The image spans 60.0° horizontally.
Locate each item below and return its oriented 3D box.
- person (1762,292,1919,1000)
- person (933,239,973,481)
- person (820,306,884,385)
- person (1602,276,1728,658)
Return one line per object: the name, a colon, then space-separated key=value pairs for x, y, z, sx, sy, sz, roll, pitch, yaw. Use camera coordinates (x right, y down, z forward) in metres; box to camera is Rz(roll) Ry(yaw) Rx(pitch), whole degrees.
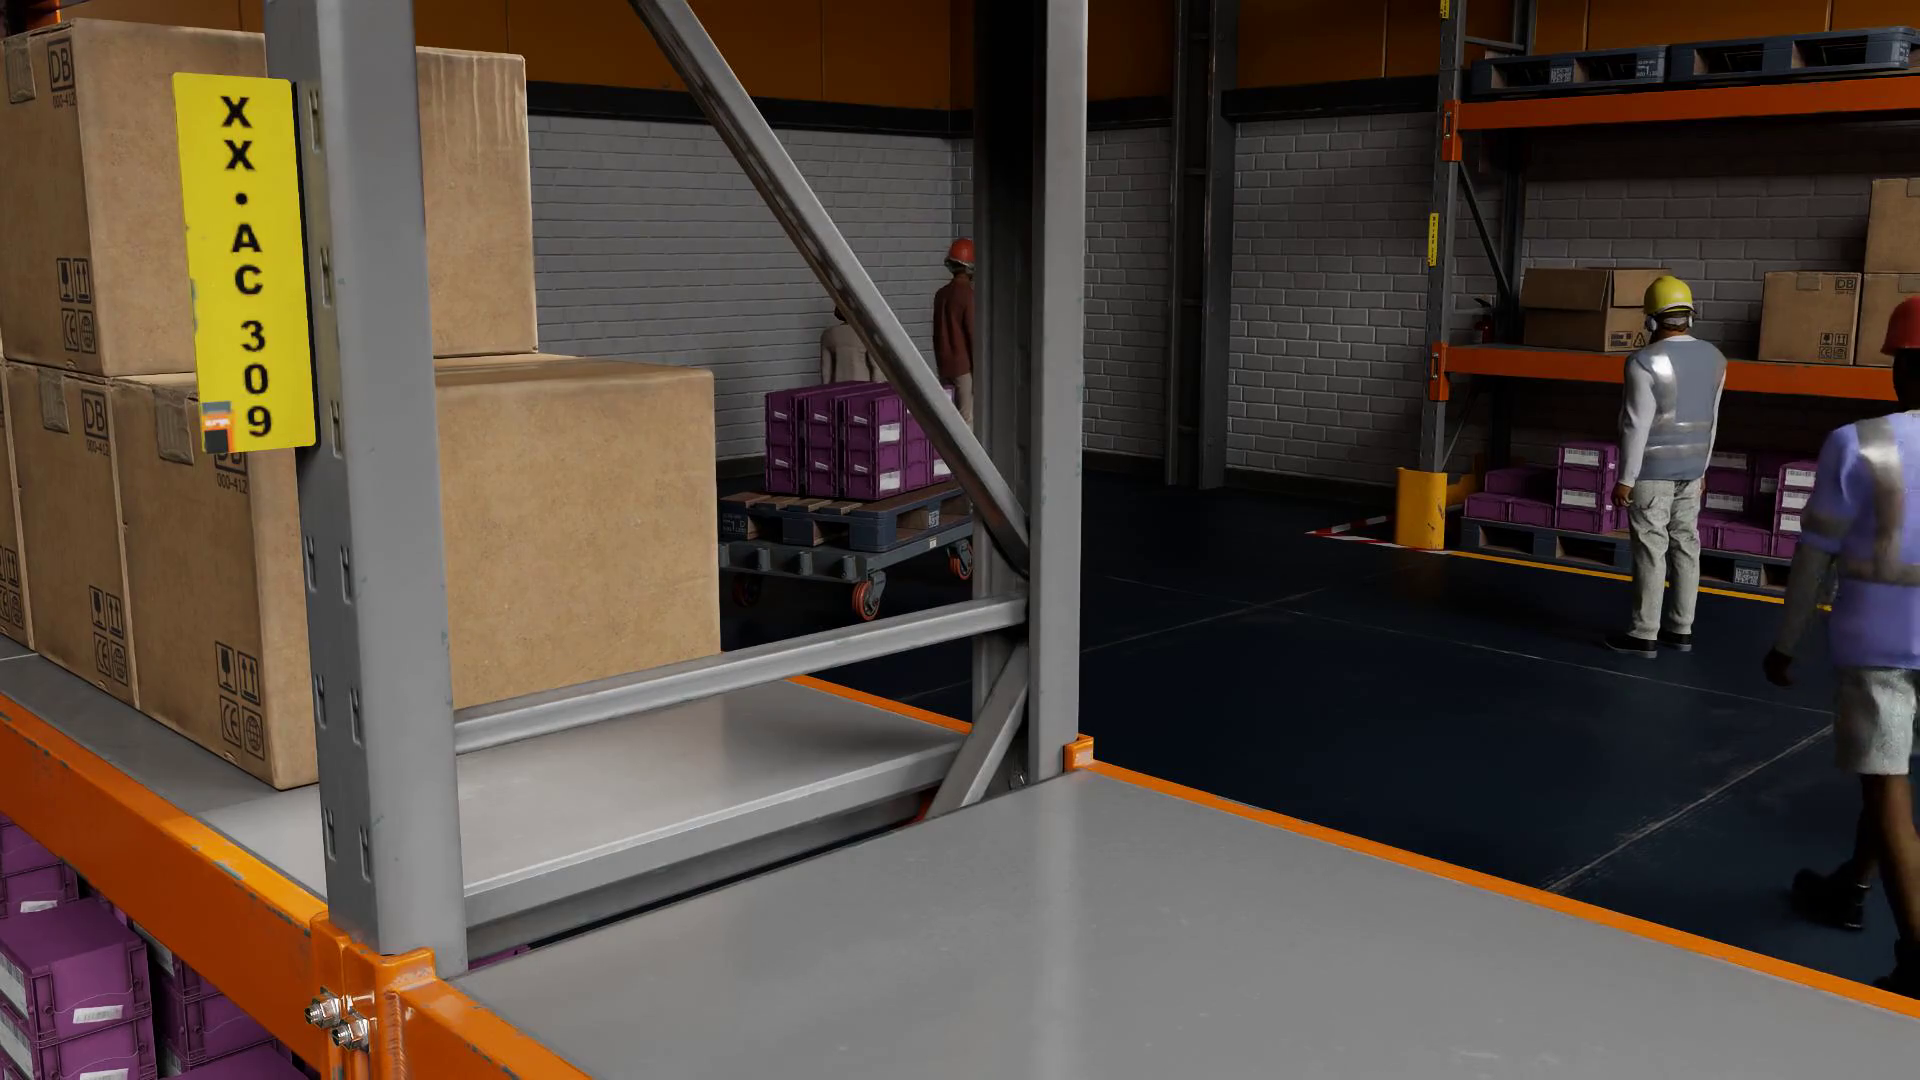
person: x=2.540 y=0.280 z=4.459 sx=0.547 sy=1.894 sz=0.963 roll=0 pitch=10 yaw=-2
person: x=0.019 y=-1.289 z=12.763 sx=0.492 sy=1.994 sz=0.642 roll=-6 pitch=12 yaw=-31
person: x=-0.785 y=-1.026 z=12.246 sx=0.498 sy=1.634 sz=0.279 roll=4 pitch=11 yaw=23
person: x=3.372 y=-0.345 z=8.006 sx=0.591 sy=1.829 sz=0.404 roll=-5 pitch=12 yaw=-25
